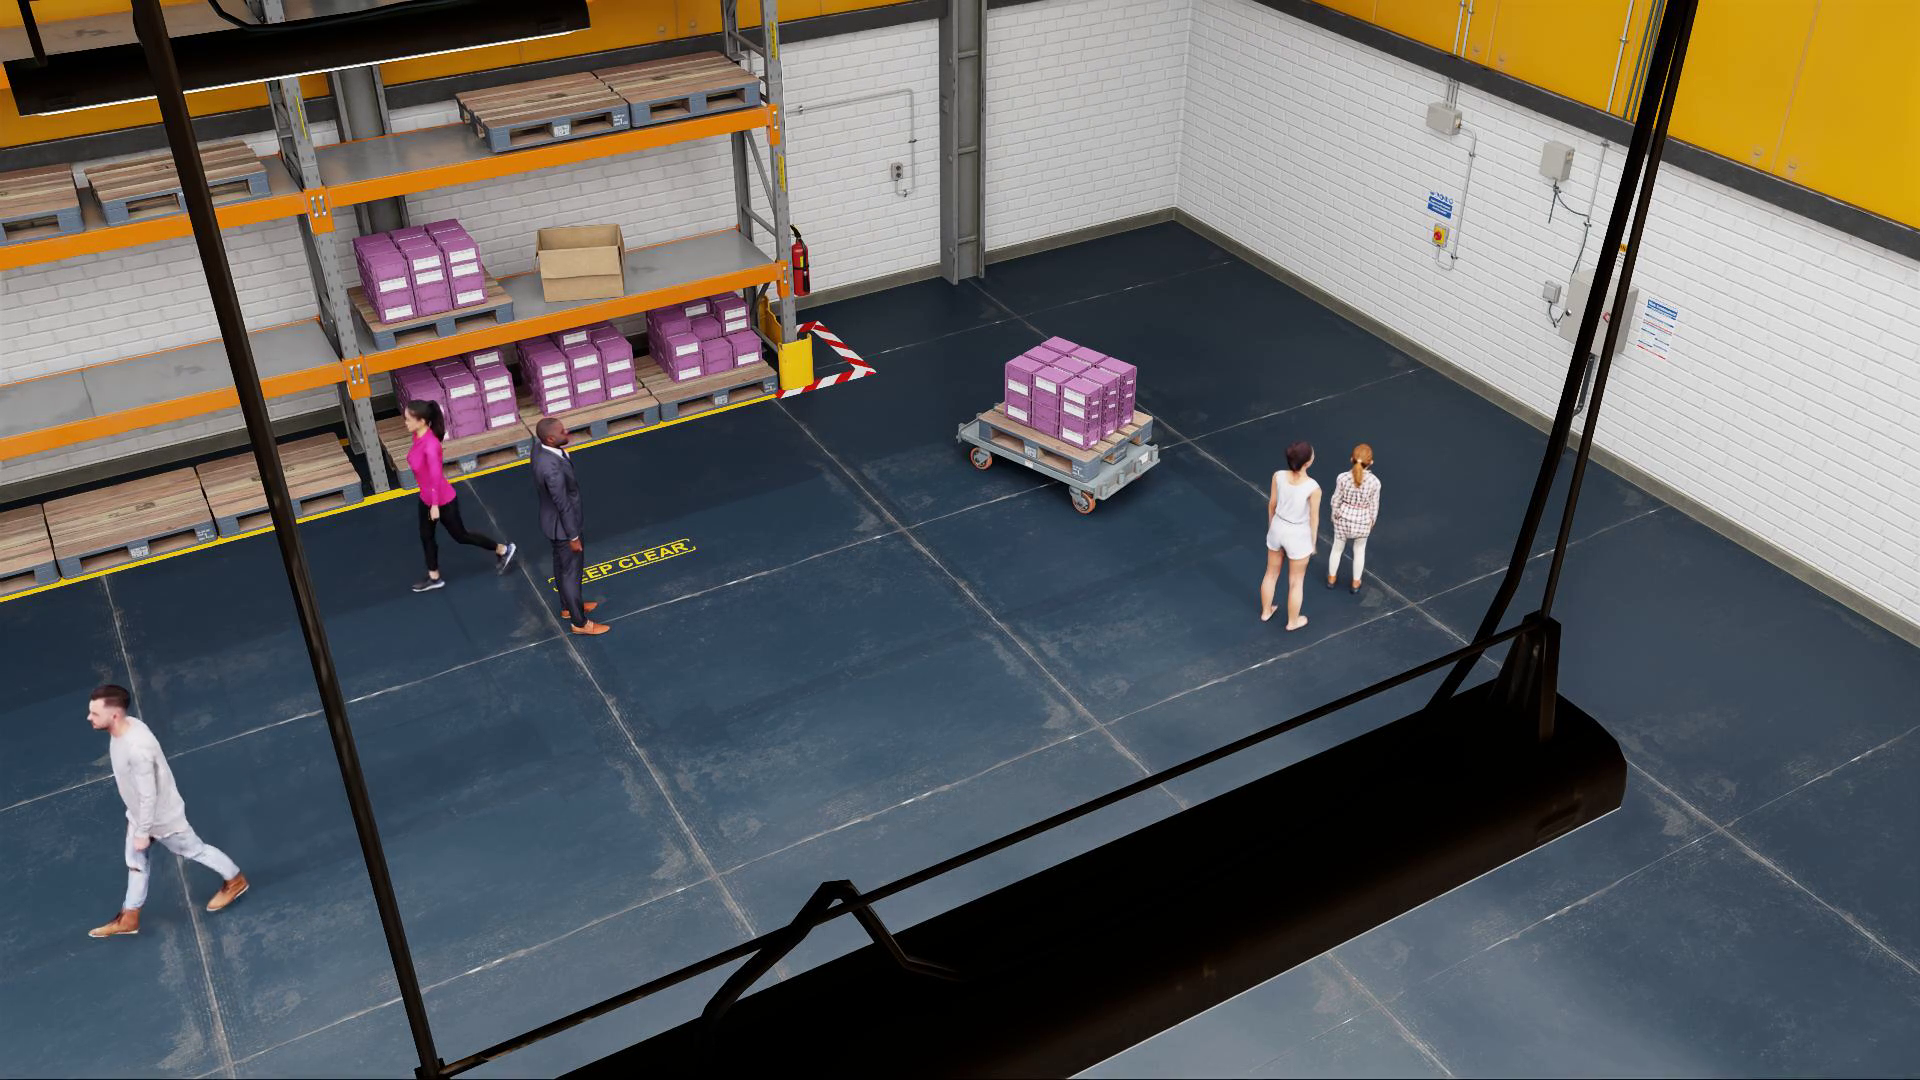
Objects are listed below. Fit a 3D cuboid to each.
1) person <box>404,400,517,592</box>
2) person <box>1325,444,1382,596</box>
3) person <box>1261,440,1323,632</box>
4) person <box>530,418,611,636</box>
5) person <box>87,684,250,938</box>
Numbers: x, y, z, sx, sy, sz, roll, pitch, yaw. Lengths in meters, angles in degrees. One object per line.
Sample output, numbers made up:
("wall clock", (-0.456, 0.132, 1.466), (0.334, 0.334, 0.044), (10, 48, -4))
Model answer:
("person", (-3.996, -0.351, 13.053), (1.074, 1.673, 0.624), (-21, 39, -29))
("person", (3.099, -0.170, 13.110), (0.598, 1.309, 0.648), (11, 35, 16))
("person", (2.512, -0.042, 12.649), (0.632, 1.607, 0.628), (24, 40, 31))
("person", (-2.999, -0.119, 12.569), (0.628, 1.824, 0.711), (-14, 36, -20))
("person", (-4.757, 1.595, 10.019), (0.897, 1.790, 1.222), (29, 43, 36))
